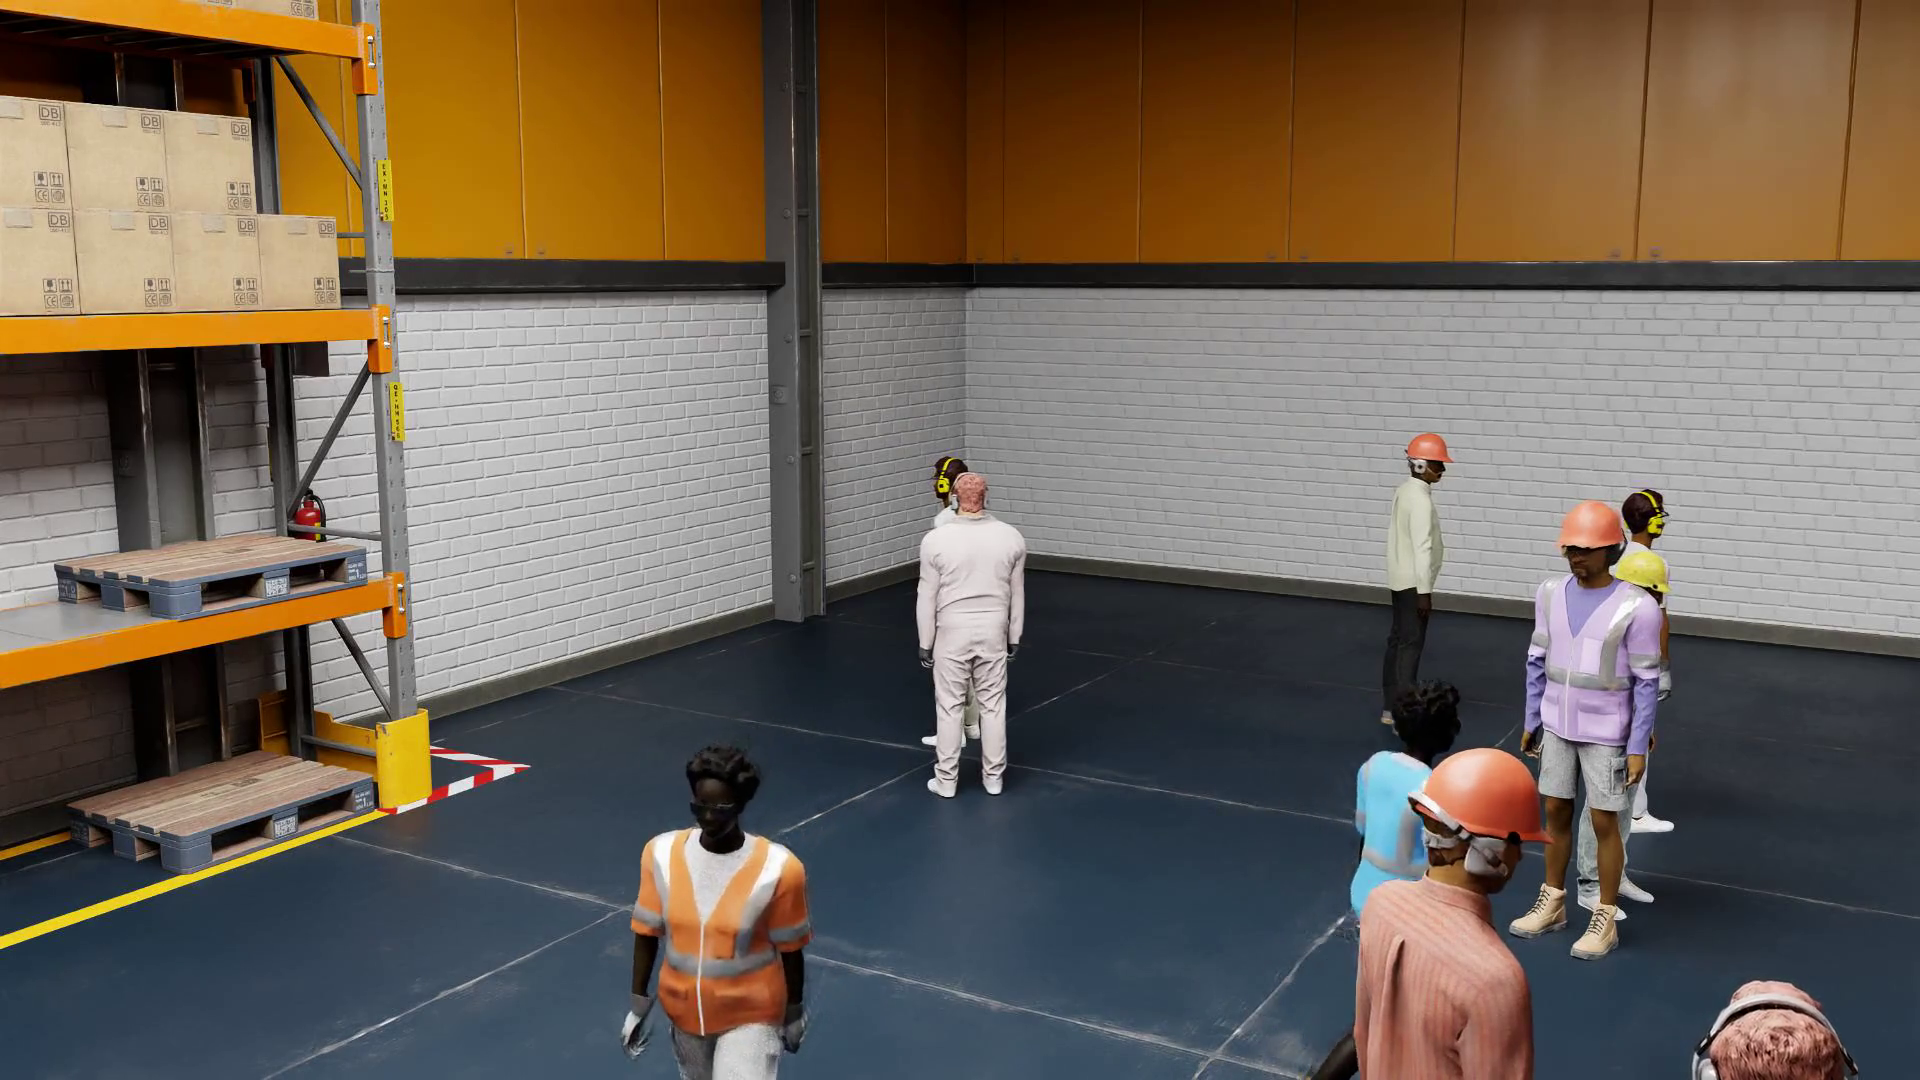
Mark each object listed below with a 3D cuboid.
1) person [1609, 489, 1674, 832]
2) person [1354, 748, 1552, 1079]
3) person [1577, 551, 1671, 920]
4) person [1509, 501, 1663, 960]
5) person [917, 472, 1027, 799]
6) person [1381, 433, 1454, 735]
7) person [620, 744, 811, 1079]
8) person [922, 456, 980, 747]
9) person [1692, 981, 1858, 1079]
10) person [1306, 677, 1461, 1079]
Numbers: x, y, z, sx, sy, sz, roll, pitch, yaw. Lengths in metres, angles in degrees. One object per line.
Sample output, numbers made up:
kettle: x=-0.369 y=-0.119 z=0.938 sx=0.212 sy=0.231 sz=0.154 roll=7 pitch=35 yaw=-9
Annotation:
person: x=3.682 y=0.653 z=9.061 sx=0.328 sy=1.876 sz=0.515 roll=-4 pitch=10 yaw=-21
person: x=1.117 y=1.444 z=3.779 sx=0.392 sy=1.986 sz=0.609 roll=-3 pitch=9 yaw=-15
person: x=3.164 y=0.909 z=7.891 sx=0.485 sy=1.739 sz=0.304 roll=-9 pitch=12 yaw=-43
person: x=2.762 y=0.837 z=7.394 sx=0.384 sy=2.039 sz=0.616 roll=-7 pitch=11 yaw=-36
person: x=0.057 y=0.554 z=9.627 sx=0.647 sy=1.897 sz=0.399 roll=-3 pitch=10 yaw=-17
person: x=3.014 y=0.287 z=10.981 sx=0.392 sy=1.990 sz=0.614 roll=0 pitch=9 yaw=2
person: x=-0.707 y=1.398 z=5.090 sx=0.532 sy=1.659 sz=0.863 roll=3 pitch=10 yaw=17
person: x=-0.051 y=0.399 z=10.677 sx=0.326 sy=1.869 sz=0.519 roll=5 pitch=10 yaw=29
person: x=1.297 y=1.656 z=2.750 sx=0.641 sy=1.902 sz=0.400 roll=6 pitch=11 yaw=31
person: x=1.459 y=1.294 z=5.726 sx=0.787 sy=1.670 sz=0.540 roll=-3 pitch=9 yaw=-15
